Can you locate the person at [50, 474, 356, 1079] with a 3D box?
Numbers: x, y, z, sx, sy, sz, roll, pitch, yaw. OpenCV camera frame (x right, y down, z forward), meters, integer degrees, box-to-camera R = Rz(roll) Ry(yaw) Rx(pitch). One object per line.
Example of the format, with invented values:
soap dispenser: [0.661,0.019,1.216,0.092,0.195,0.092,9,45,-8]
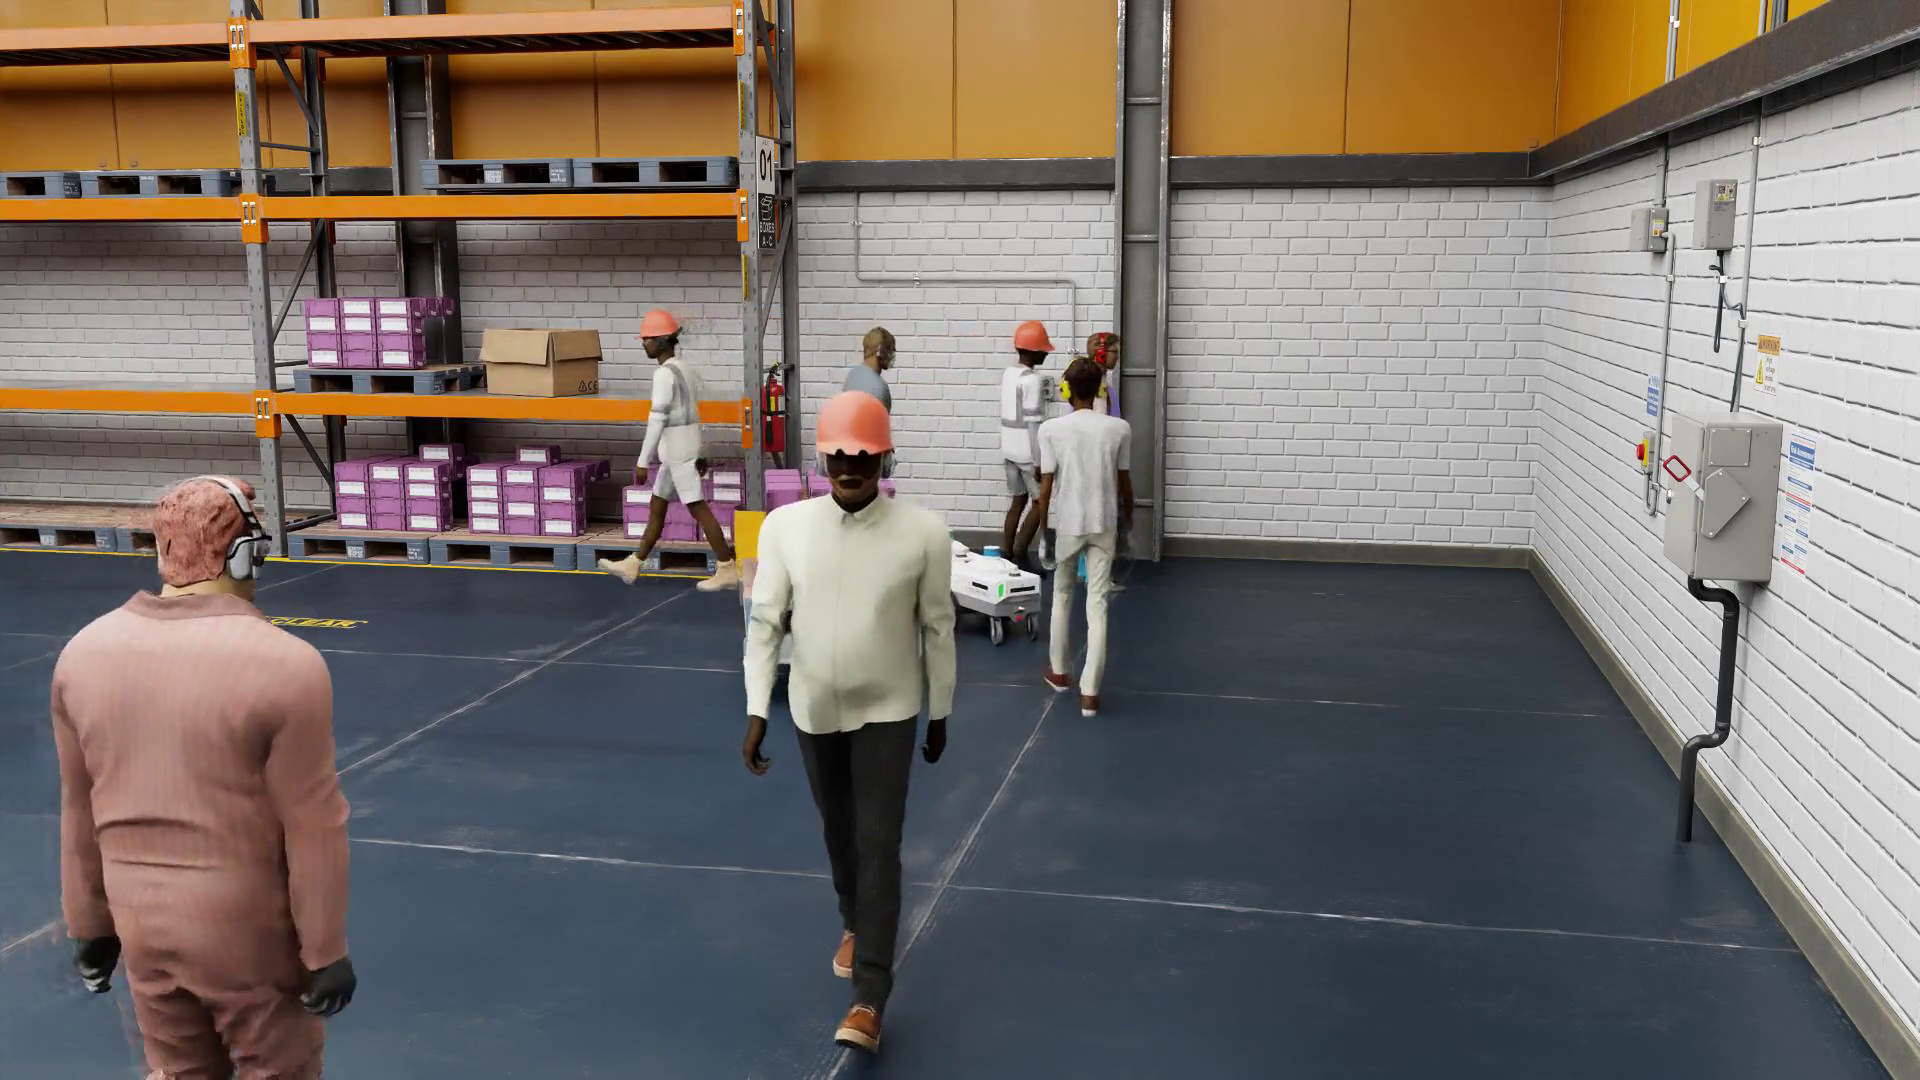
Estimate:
person: [-1.608,0.815,3.481,0.661,1.887,0.640,3,10,16]

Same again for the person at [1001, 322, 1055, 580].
person: [0.453,-0.640,12.220,0.326,1.906,0.652,-4,10,-24]

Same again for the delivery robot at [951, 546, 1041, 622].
delivery robot: [0.201,0.280,10.404,0.477,0.478,0.707,-6,11,-31]

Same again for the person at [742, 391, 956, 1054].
person: [-0.340,0.519,5.091,0.617,1.940,1.032,2,10,9]

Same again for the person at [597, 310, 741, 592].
person: [-2.063,-0.613,11.728,1.107,1.983,0.634,0,9,1]

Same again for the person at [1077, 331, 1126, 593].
person: [0.968,-0.555,11.830,0.389,1.847,0.567,-1,9,-6]

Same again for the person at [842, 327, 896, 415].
person: [-0.647,-0.464,11.194,0.484,1.914,0.672,-3,10,-16]

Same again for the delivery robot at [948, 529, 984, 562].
delivery robot: [-0.096,0.168,11.083,0.477,0.478,0.707,-4,10,-23]

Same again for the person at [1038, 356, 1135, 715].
person: [0.667,-0.050,8.812,0.543,1.831,0.871,0,9,-2]
